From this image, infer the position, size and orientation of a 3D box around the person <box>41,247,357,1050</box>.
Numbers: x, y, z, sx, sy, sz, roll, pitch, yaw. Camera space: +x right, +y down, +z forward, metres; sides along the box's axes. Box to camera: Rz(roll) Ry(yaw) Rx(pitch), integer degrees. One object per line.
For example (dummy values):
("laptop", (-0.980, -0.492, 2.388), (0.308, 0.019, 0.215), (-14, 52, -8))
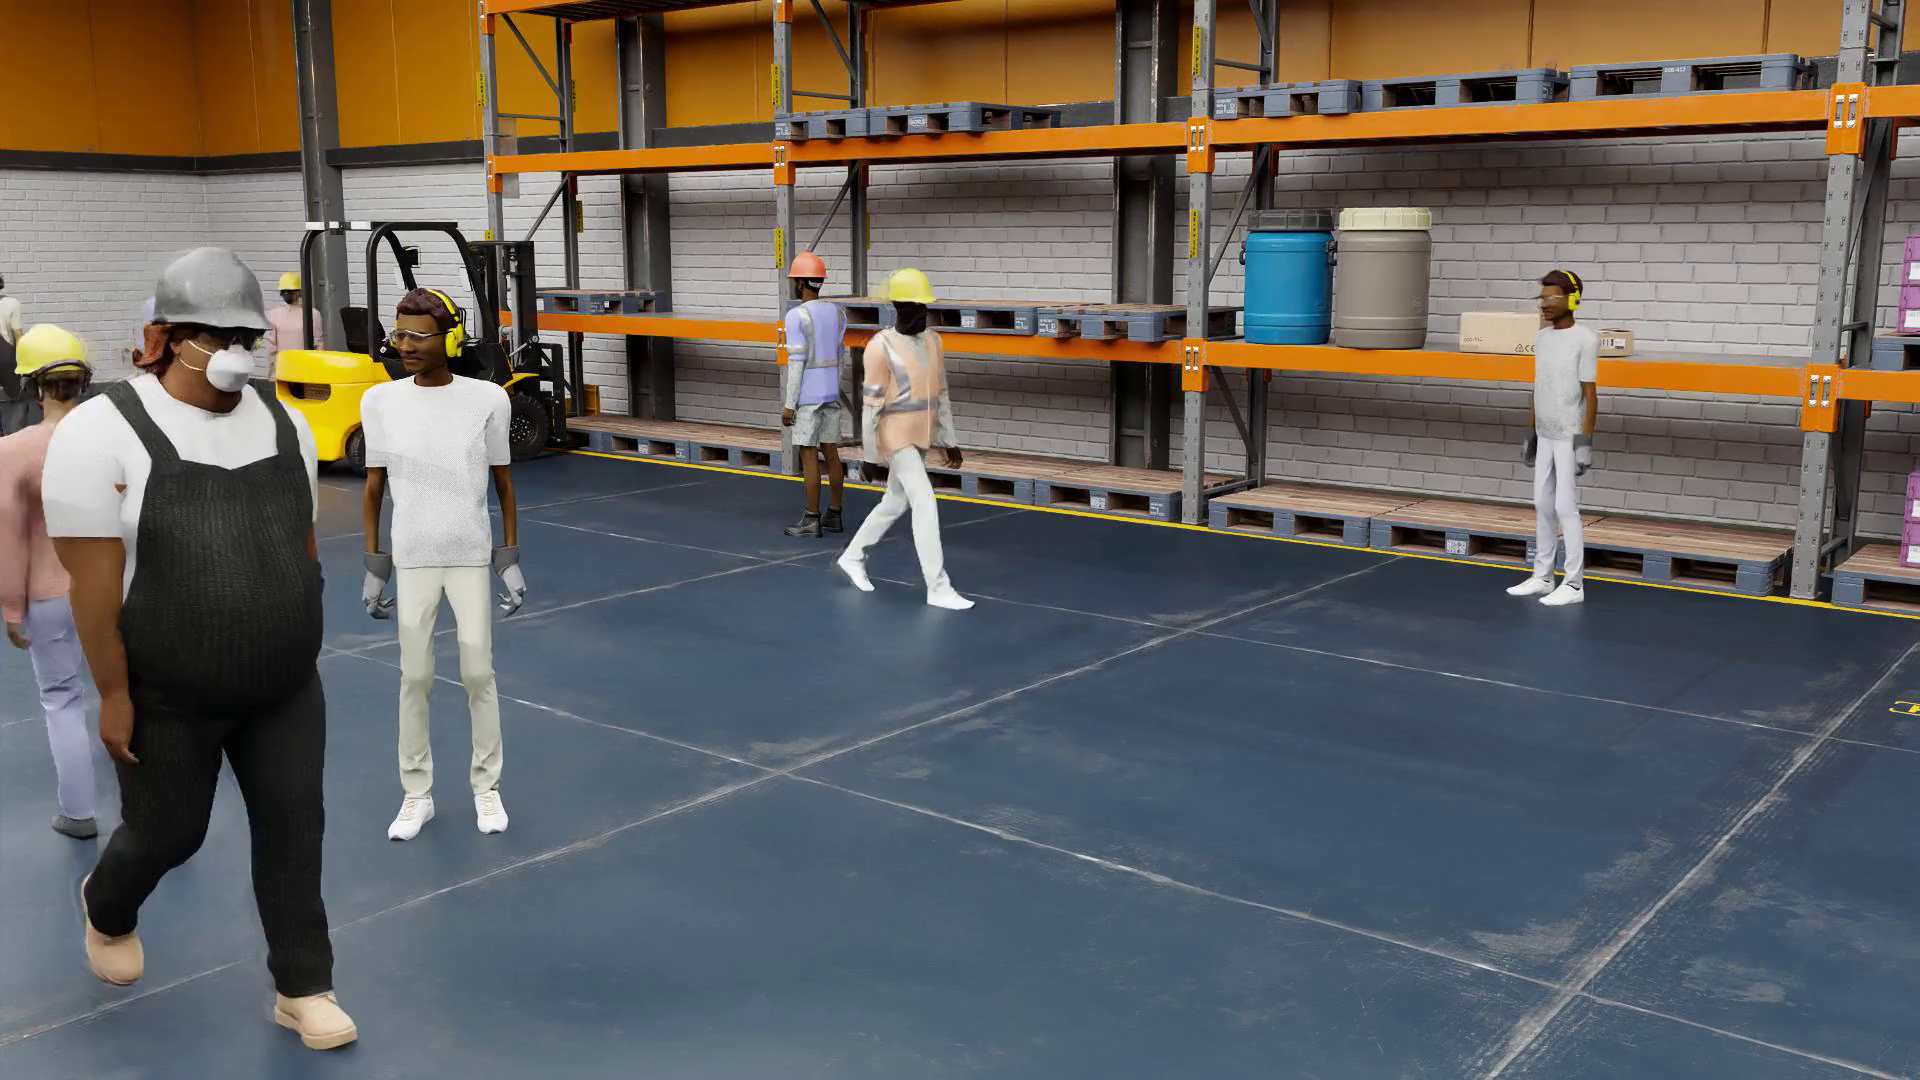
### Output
("person", (-1.933, 0.259, 4.196), (0.805, 2.000, 0.683), (8, 13, 39))

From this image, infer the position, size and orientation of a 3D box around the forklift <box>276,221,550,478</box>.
("forklift", (-4.922, -1.741, 14.854), (1.214, 2.155, 2.313), (8, 13, 38))

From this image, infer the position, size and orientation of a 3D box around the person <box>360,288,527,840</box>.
("person", (-1.751, 0.087, 5.634), (0.537, 1.865, 0.312), (-2, 10, -12))

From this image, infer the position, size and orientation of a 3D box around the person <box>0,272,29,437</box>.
("person", (-8.376, -1.485, 14.476), (0.521, 1.819, 0.443), (-3, 11, -14))

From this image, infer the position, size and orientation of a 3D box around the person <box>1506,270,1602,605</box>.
("person", (3.337, -0.564, 9.281), (0.321, 1.856, 0.527), (-3, 11, -17))

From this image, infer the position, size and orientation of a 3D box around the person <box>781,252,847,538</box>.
("person", (-1.013, -0.982, 11.353), (0.364, 1.939, 0.542), (8, 13, 36))

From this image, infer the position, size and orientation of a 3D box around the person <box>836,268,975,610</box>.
("person", (-0.346, -0.581, 9.322), (0.997, 1.879, 0.584), (6, 12, 31))

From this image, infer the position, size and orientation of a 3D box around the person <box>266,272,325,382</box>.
("person", (-6.270, -1.666, 15.741), (0.533, 1.726, 0.881), (1, 10, 7))

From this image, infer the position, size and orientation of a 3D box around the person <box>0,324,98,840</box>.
("person", (-2.885, 0.167, 5.488), (0.561, 1.752, 0.537), (9, 14, 41))

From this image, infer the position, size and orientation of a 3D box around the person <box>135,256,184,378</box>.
("person", (-6.403, -1.383, 13.726), (1.025, 1.881, 0.652), (7, 12, 35))
